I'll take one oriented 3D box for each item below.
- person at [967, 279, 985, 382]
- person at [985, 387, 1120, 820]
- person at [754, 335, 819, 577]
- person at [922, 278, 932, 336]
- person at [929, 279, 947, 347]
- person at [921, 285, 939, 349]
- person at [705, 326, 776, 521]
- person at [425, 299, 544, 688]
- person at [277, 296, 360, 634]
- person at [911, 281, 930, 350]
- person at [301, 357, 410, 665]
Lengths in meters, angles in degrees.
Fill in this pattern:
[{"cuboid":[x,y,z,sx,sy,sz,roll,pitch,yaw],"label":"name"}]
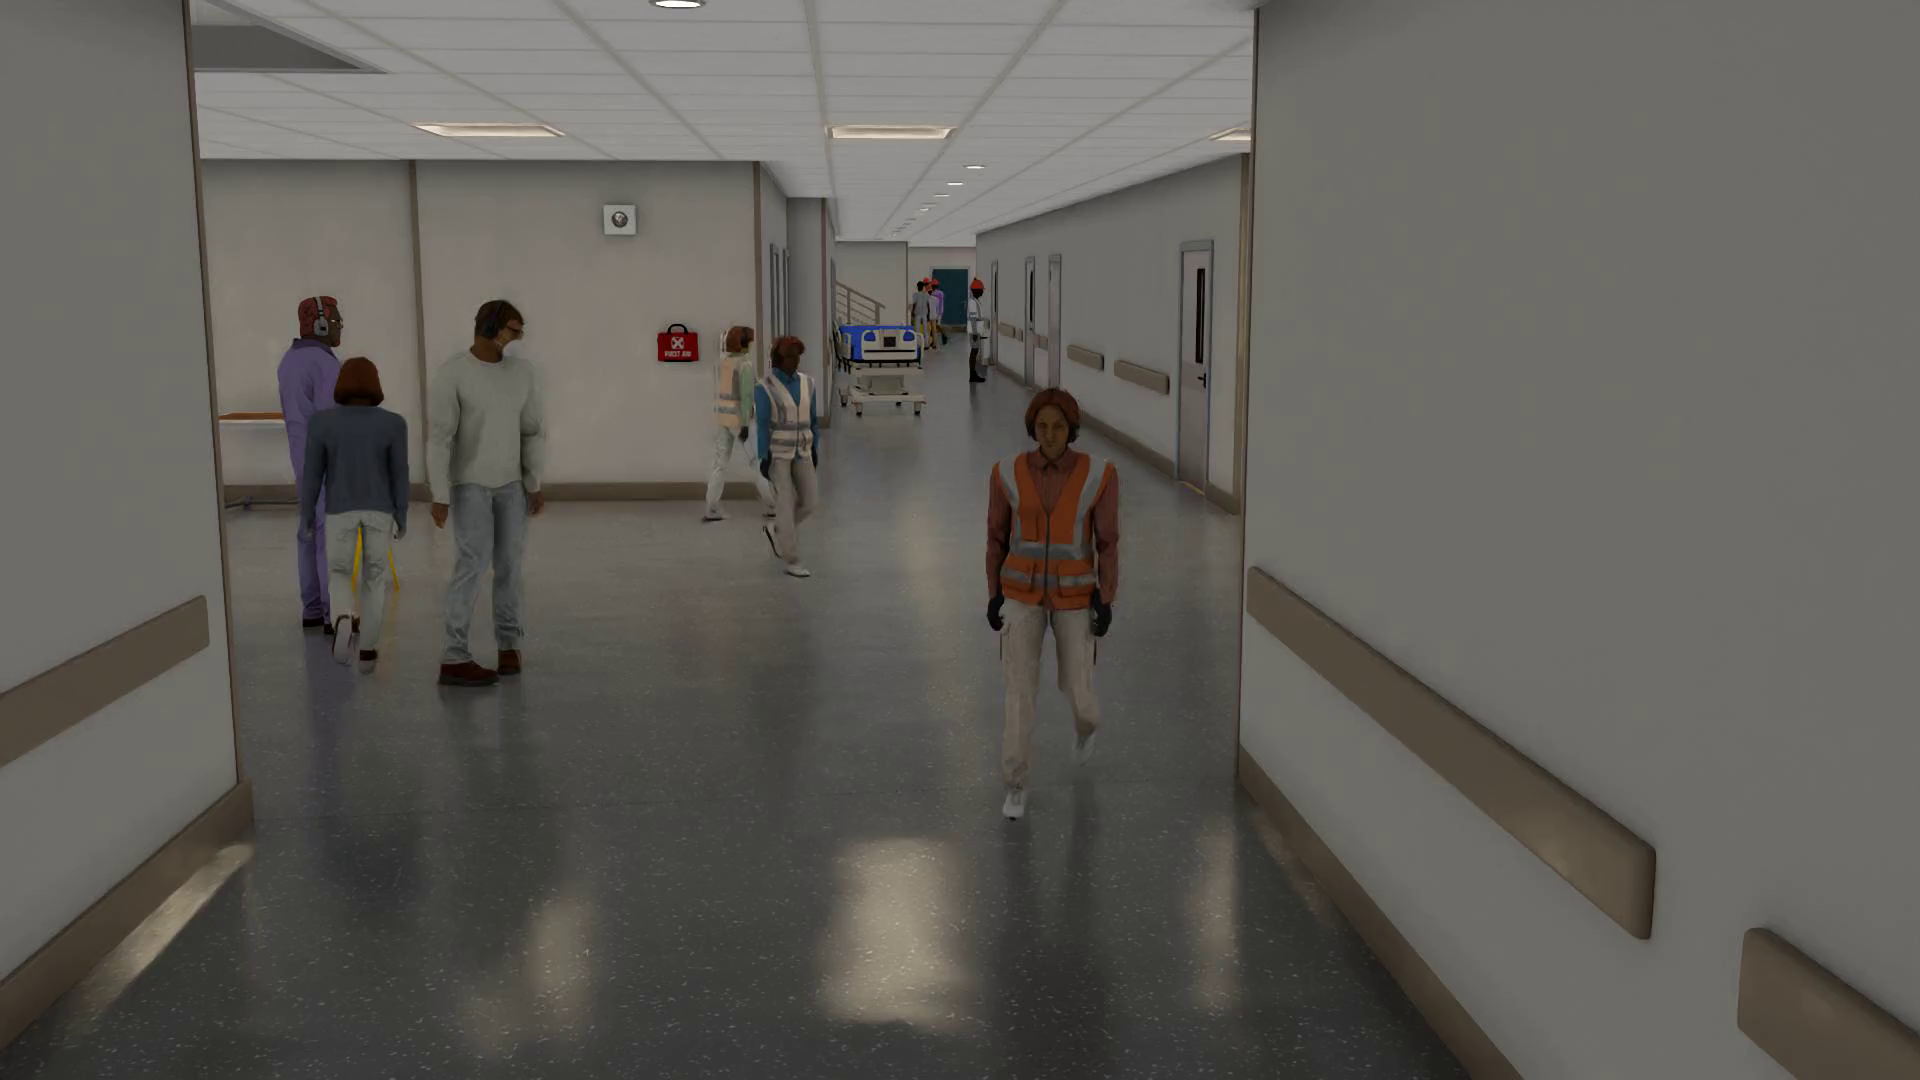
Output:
[{"cuboid":[0.314,-3.966,31.572,0.348,1.942,0.548,1,9,6],"label":"person"},{"cuboid":[0.364,0.212,6.391,0.517,1.618,0.671,2,9,11],"label":"person"},{"cuboid":[-1.190,-0.570,11.227,0.531,1.623,0.506,-8,12,-42],"label":"person"},{"cuboid":[-1.098,-7.682,54.911,0.542,1.938,0.357,-9,13,-44],"label":"person"},{"cuboid":[-0.670,-6.411,46.962,0.556,1.925,0.572,8,12,42],"label":"person"},{"cuboid":[-0.835,-6.087,45.464,0.560,1.753,0.327,-6,11,-35],"label":"person"},{"cuboid":[-1.771,-0.960,13.761,0.831,1.603,0.530,-7,12,-39],"label":"person"},{"cuboid":[-2.373,-0.244,8.347,0.462,1.904,0.671,7,11,35],"label":"person"},{"cuboid":[-3.580,-0.422,9.429,0.409,1.907,0.651,-8,12,-42],"label":"person"},{"cuboid":[-1.054,-6.018,44.689,0.534,1.864,0.309,-3,10,-19],"label":"person"},{"cuboid":[-3.059,-0.120,8.455,0.541,1.603,0.631,-3,10,-18],"label":"person"}]
